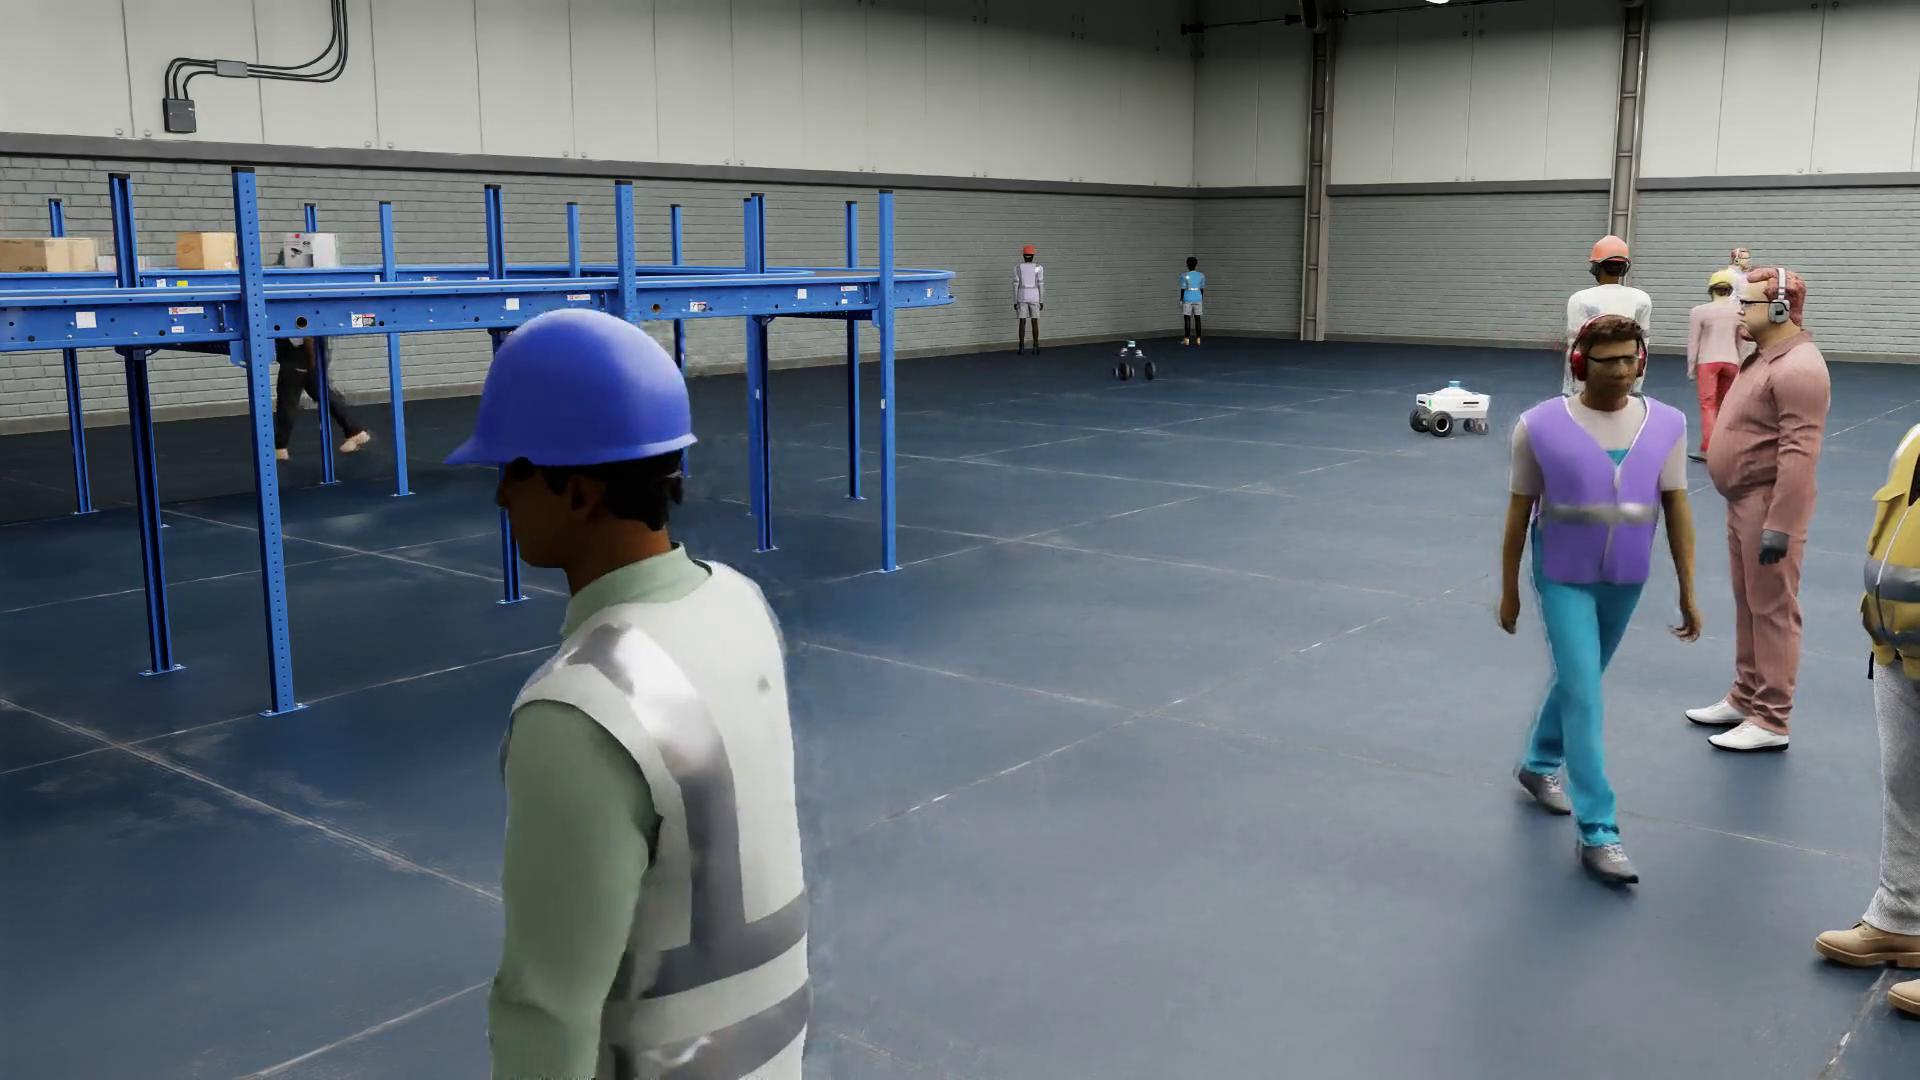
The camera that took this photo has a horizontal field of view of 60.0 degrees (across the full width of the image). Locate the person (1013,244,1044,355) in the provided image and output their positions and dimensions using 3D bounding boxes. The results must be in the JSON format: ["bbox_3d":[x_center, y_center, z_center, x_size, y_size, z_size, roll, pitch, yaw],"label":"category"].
[{"bbox_3d":[1.217,-4.278,29.587,0.545,1.938,0.362,1,10,3],"label":"person"}]

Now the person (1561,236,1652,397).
[{"bbox_3d":[4.498,-1.098,11.675,0.615,2.042,0.372,-2,10,-9],"label":"person"}]

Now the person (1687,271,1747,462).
[{"bbox_3d":[6.968,-1.602,15.339,0.525,1.721,0.601,0,10,2],"label":"person"}]

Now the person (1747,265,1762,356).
[{"bbox_3d":[12.767,-3.598,26.697,0.519,1.625,0.568,-4,11,-21],"label":"person"}]

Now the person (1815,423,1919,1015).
[{"bbox_3d":[2.603,0.318,4.387,0.429,1.842,0.636,-1,10,-3],"label":"person"}]

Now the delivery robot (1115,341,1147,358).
[{"bbox_3d":[2.517,-2.809,24.418,0.335,0.223,0.698,-3,11,-18],"label":"delivery robot"}]

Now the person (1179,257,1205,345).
[{"bbox_3d":[4.471,-4.609,32.092,0.533,1.696,0.318,-4,11,-21],"label":"person"}]

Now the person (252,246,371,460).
[{"bbox_3d":[-6.079,-1.769,15.520,1.014,2.000,0.684,-3,11,-16],"label":"person"}]

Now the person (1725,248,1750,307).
[{"bbox_3d":[10.560,-3.015,22.672,0.400,1.910,0.643,6,12,32],"label":"person"}]

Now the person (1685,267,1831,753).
[{"bbox_3d":[3.183,-0.120,6.635,0.399,1.910,0.643,2,11,13],"label":"person"}]

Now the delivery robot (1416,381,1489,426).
[{"bbox_3d":[5.175,-1.424,17.462,0.707,0.478,0.477,-2,10,-10],"label":"delivery robot"}]

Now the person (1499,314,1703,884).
[{"bbox_3d":[2.111,0.141,5.564,0.588,1.790,0.998,-1,10,-7],"label":"person"}]

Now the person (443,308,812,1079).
[{"bbox_3d":[-0.421,0.683,2.102,0.477,1.931,0.642,1,10,7],"label":"person"}]
